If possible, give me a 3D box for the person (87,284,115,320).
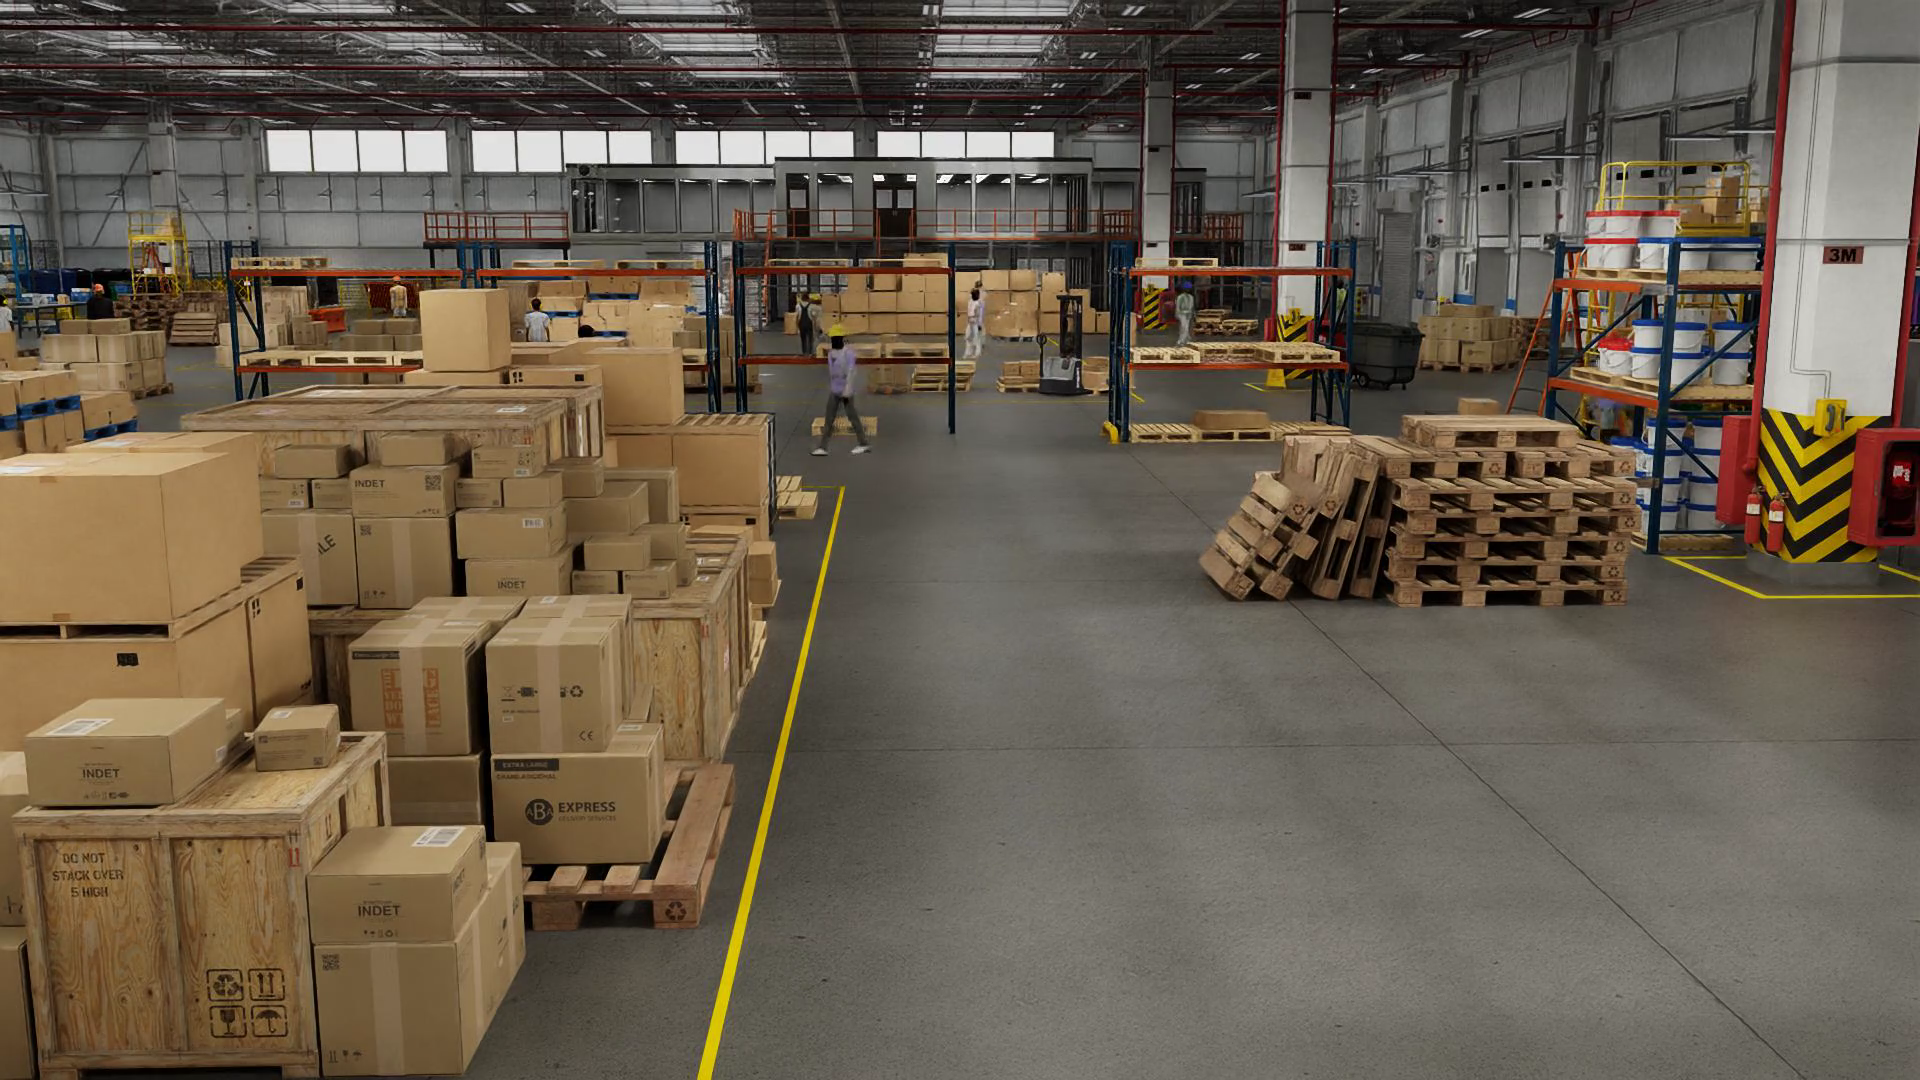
[{"bbox_3d":[-21.340,-5.365,41.334,0.611,1.996,0.379,-6,12,-29],"label":"person"}]

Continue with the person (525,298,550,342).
[{"bbox_3d":[-8.775,-4.091,34.584,0.521,1.874,0.328,-2,10,-9],"label":"person"}]

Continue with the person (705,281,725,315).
[{"bbox_3d":[-6.841,-6.282,46.697,0.648,1.923,0.370,-4,11,-22],"label":"person"}]

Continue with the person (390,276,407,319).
[{"bbox_3d":[-18.089,-7.541,53.615,0.544,1.939,0.354,-8,13,-39],"label":"person"}]

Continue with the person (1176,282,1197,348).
[{"bbox_3d":[6.337,-6.153,45.955,0.639,1.905,0.937,-10,14,-43],"label":"person"}]

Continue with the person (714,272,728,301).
[{"bbox_3d":[-9.319,-9.472,64.580,0.582,1.871,0.418,0,10,2],"label":"person"}]

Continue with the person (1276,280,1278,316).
[{"bbox_3d":[12.855,-9.831,66.440,0.588,1.915,0.536,-2,10,-9],"label":"person"}]

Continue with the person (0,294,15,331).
[{"bbox_3d":[-21.441,-4.587,37.349,0.514,1.872,0.328,1,10,3],"label":"person"}]

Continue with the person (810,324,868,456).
[{"bbox_3d":[-1.685,-2.131,23.654,0.984,1.877,0.604,-9,14,-42],"label":"person"}]

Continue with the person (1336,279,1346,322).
[{"bbox_3d":[12.021,-7.343,52.786,0.626,1.844,0.429,-7,13,-36],"label":"person"}]

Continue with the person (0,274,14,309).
[{"bbox_3d":[-40.936,-10.700,71.388,0.659,1.871,0.790,5,11,27],"label":"person"}]

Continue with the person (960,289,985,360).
[{"bbox_3d":[0.314,-5.543,42.779,0.653,1.827,0.661,-8,13,-38],"label":"person"}]

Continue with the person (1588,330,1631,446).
[{"bbox_3d":[8.498,-1.776,21.663,0.550,1.896,0.981,-4,11,-19],"label":"person"}]

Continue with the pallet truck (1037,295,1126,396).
[{"bbox_3d":[2.483,-3.881,33.060,1.885,1.965,0.823,-7,13,-36],"label":"pallet truck"}]

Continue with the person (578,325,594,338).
[{"bbox_3d":[-5.048,-1.943,22.485,0.591,1.920,0.392,9,14,41],"label":"person"}]

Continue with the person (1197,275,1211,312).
[{"bbox_3d":[10.468,-10.763,71.436,0.613,1.986,0.409,4,11,19],"label":"person"}]

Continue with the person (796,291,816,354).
[{"bbox_3d":[-3.820,-5.264,41.250,0.511,1.831,0.530,1,10,6],"label":"person"}]

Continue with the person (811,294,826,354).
[{"bbox_3d":[-3.549,-5.348,41.982,0.512,1.713,0.738,9,14,42],"label":"person"}]

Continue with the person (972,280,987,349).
[{"bbox_3d":[0.546,-6.422,47.377,0.360,1.938,0.635,4,11,23],"label":"person"}]
